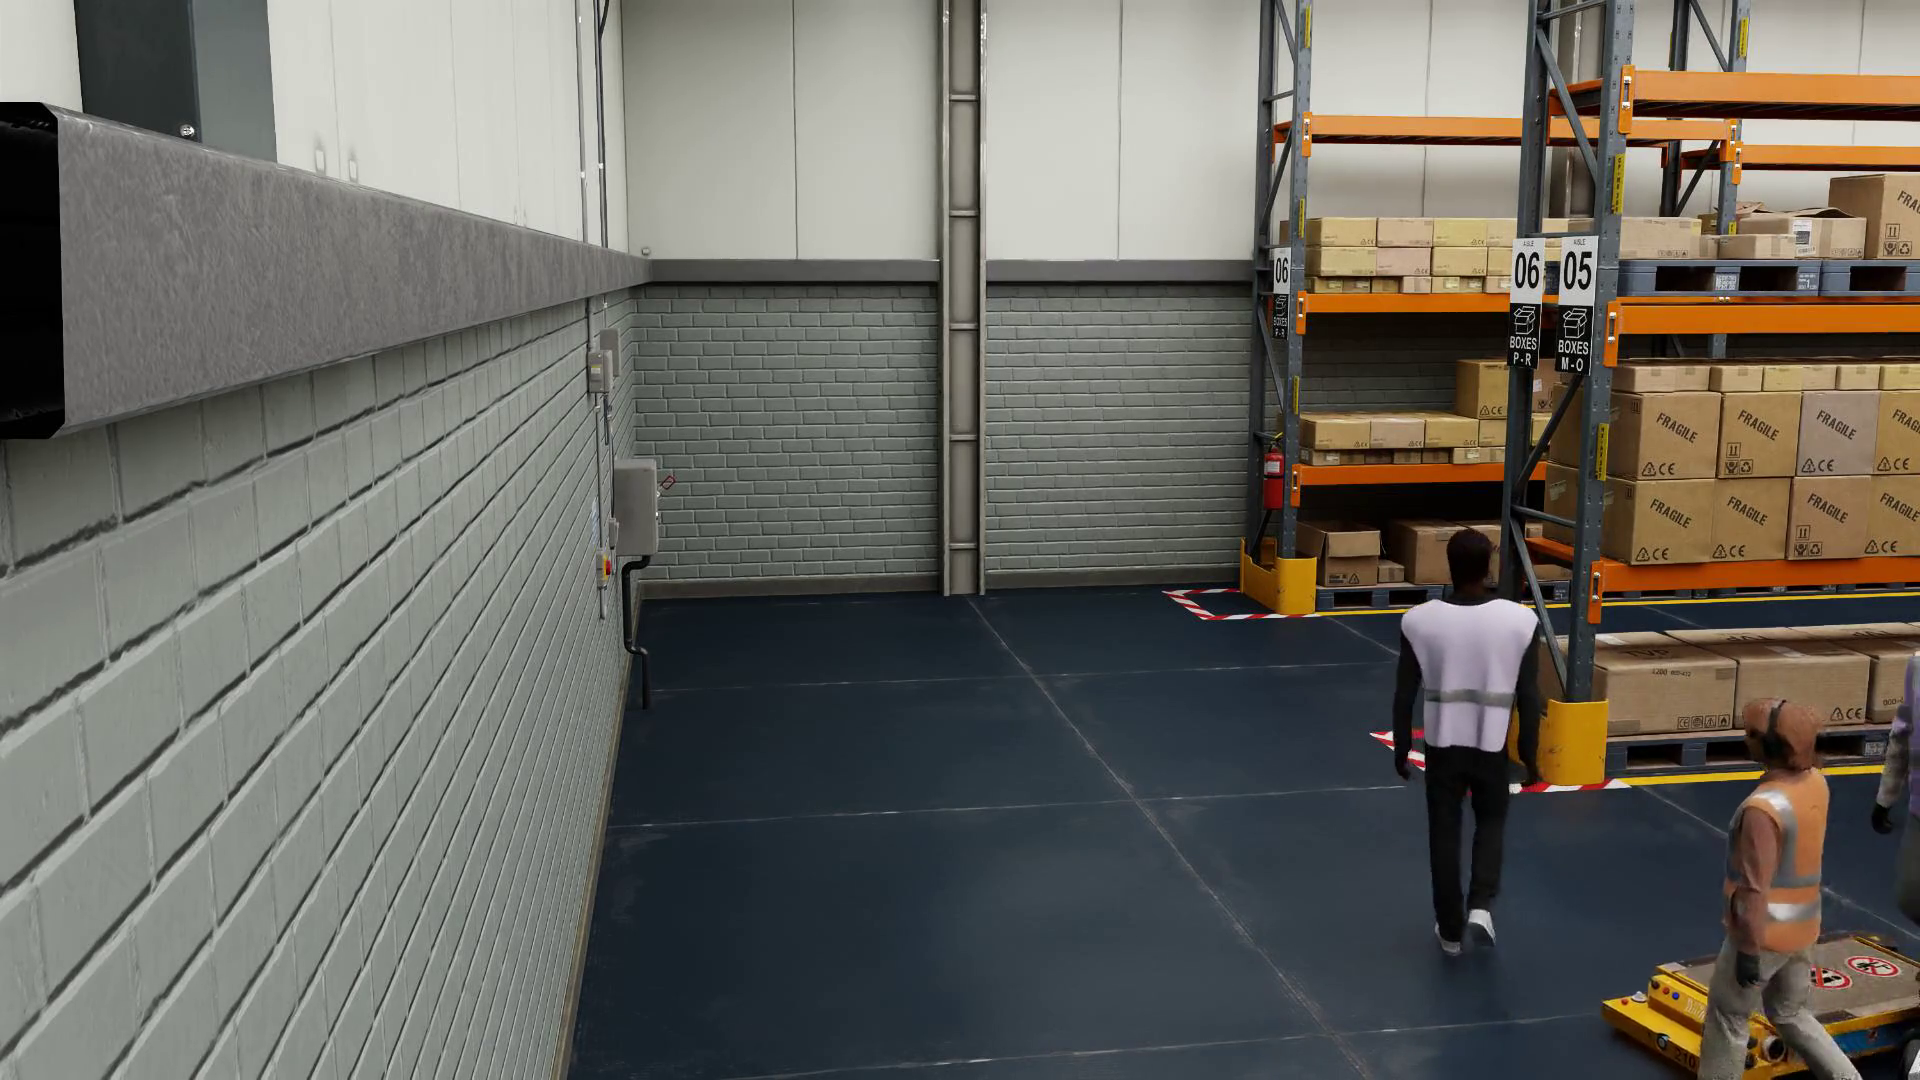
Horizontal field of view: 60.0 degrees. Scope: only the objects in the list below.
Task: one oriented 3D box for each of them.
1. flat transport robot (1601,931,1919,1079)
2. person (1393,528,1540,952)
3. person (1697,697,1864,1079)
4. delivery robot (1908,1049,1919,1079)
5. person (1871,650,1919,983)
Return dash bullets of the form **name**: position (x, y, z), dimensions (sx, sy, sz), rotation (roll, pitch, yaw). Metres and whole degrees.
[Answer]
- **flat transport robot**: position (3.350, 1.838, 6.601), dimensions (1.431, 0.197, 0.652), rotation (-3, 10, -21)
- **person**: position (2.235, 0.897, 7.374), dimensions (0.632, 1.902, 0.456), rotation (2, 9, 13)
- **person**: position (2.782, 1.326, 5.594), dimensions (0.526, 1.615, 0.683), rotation (-8, 12, -39)
- **delivery robot**: position (3.440, 1.809, 5.622), dimensions (0.477, 0.478, 0.707), rotation (7, 12, 37)
- **person**: position (3.925, 1.066, 6.446), dimensions (0.671, 1.877, 0.641), rotation (-3, 10, -18)
